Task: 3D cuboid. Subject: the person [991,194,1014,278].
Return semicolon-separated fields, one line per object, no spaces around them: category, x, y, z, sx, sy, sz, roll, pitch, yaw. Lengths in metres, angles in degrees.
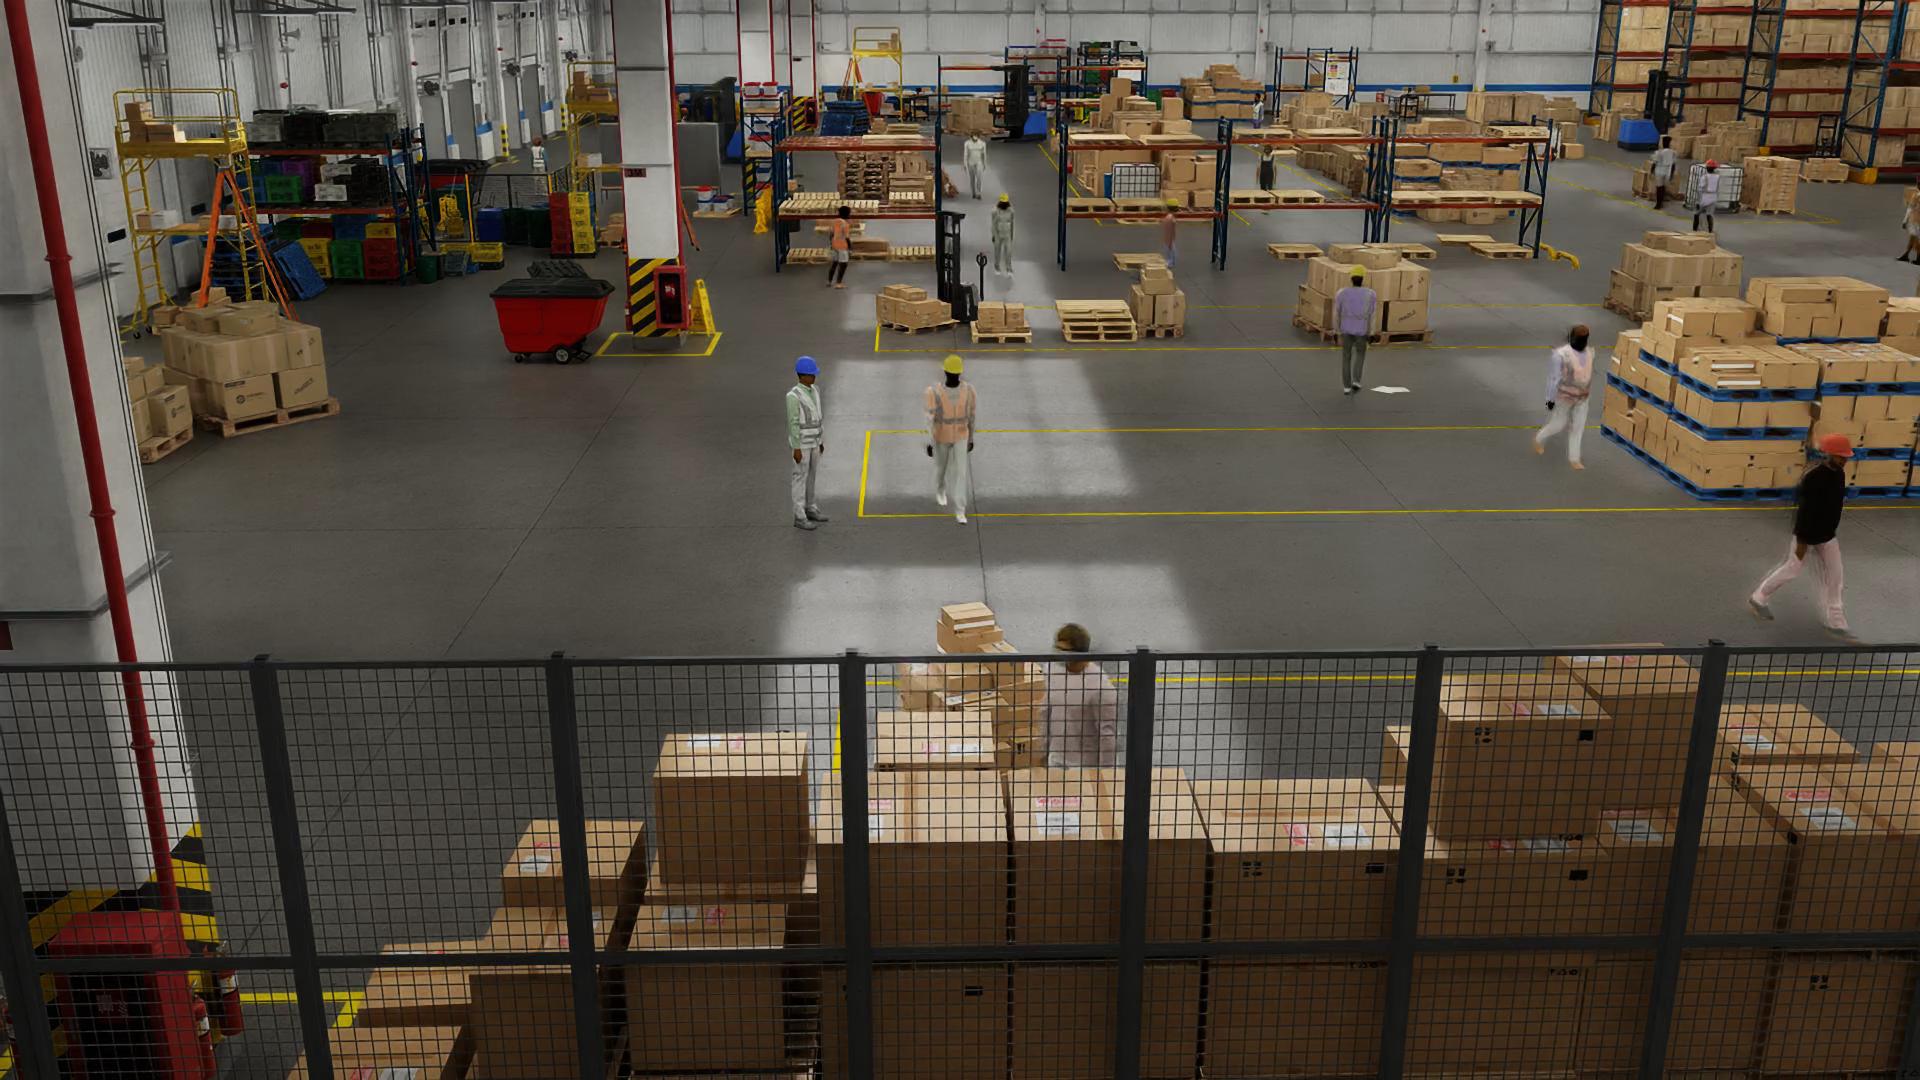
person;0.889;-6.253;34.243;0.503;1.701;0.904;-3;19;-9

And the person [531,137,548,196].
person;-11.932;-10.586;47.186;0.518;1.639;0.312;8;20;23

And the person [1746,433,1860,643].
person;7.983;-0.077;15.556;0.626;1.945;1.048;-10;21;-27

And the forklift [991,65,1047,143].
forklift;2.267;-16.490;62.791;1.873;2.768;1.129;-10;21;-27

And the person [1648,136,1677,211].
person;18.695;-9.799;44.395;0.610;1.942;0.730;-3;19;-8

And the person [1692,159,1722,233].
person;17.439;-7.942;38.934;0.569;1.900;0.854;-3;19;-9

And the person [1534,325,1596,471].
person;7.641;-1.821;20.917;0.632;1.824;0.721;-6;20;-18

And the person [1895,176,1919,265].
person;20.688;-6.900;35.899;0.559;1.918;0.867;-6;20;-18

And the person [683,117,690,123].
person;-8.307;-12.007;50.987;0.691;1.908;0.649;-12;22;-33

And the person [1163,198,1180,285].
person;4.214;-5.957;33.264;0.381;1.754;0.543;3;19;8

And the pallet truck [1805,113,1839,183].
pallet truck;26.403;-11.957;50.702;0.823;1.965;1.885;6;19;16

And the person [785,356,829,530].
person;-1.709;-1.095;18.555;0.391;1.948;0.605;7;20;21

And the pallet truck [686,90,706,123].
pallet truck;-9.671;-15.907;62.421;0.823;1.965;1.885;5;19;15

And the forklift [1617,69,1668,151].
forklift;24.781;-15.375;59.481;1.873;2.768;1.129;-1;19;-1

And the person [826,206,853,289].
person;-2.375;-5.801;32.959;0.349;1.657;0.665;-16;24;-39

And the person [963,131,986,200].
person;0.416;-10.439;46.358;0.647;1.889;0.989;-1;19;-3

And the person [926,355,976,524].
person;-0.108;-1.210;19.000;0.596;1.889;0.980;-4;19;-11

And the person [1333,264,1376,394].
person;5.853;-3.146;24.691;0.613;1.907;0.650;5;19;16

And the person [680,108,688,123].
person;-9.021;-13.263;54.756;0.359;1.883;0.573;2;19;5

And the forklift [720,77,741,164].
forklift;-7.576;-13.878;55.042;1.873;2.768;1.129;-1;19;-1

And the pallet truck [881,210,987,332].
pallet truck;-0.493;-4.759;29.349;1.885;1.965;0.823;-13;23;-34

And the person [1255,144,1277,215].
person;7.970;-9.396;43.383;0.505;1.810;0.838;6;20;18

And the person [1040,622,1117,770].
person;0.767;1.450;11.026;0.368;1.939;0.633;-14;23;-35

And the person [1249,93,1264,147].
person;10.935;-15.439;61.154;0.392;1.920;0.587;-6;20;-18
